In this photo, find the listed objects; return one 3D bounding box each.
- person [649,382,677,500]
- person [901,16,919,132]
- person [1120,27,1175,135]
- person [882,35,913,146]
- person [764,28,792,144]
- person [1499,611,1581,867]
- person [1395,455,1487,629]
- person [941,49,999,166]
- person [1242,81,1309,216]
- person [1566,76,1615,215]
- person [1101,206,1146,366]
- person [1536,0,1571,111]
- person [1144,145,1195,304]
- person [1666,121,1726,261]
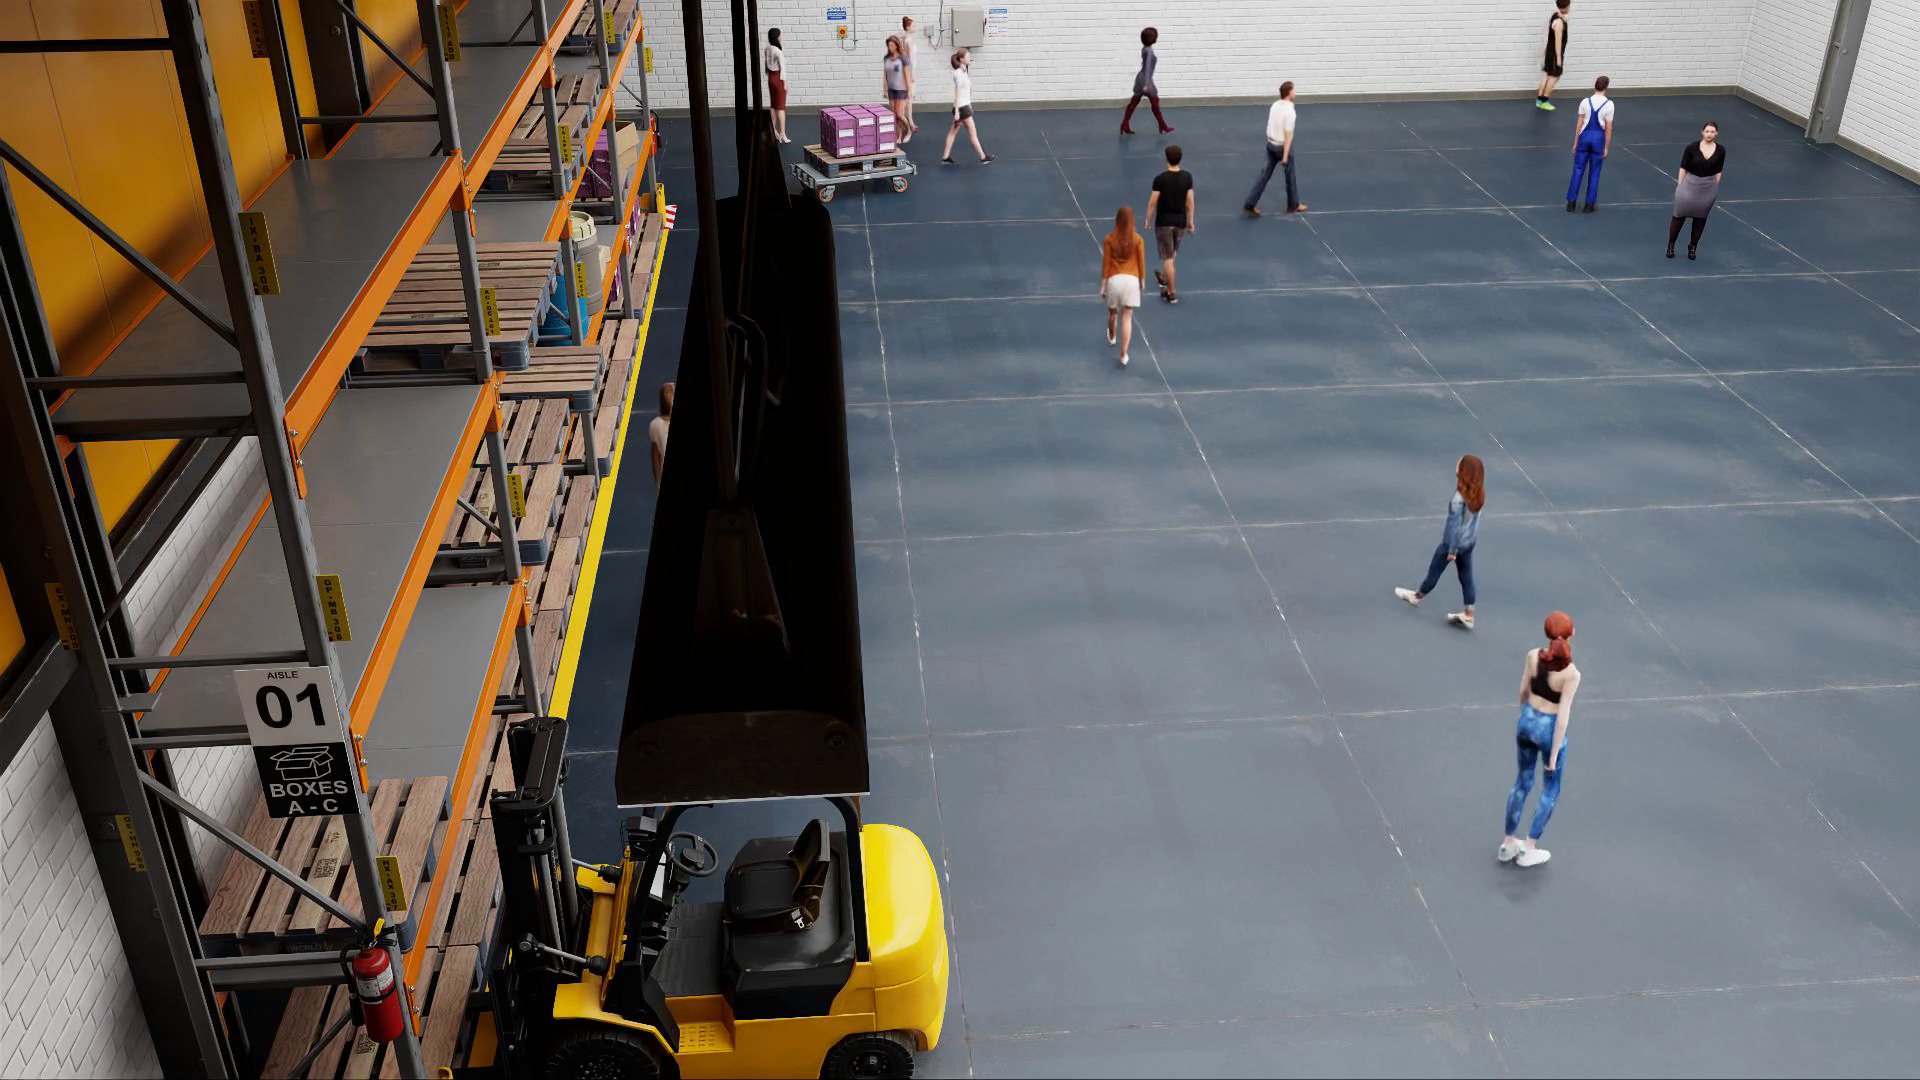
[{"bbox_3d":[-2.297,-0.381,13.626,0.818,1.767,1.216,5,29,9],"label":"person"},{"bbox_3d":[-0.834,-7.439,26.535,0.665,1.795,0.530,-5,29,-9],"label":"person"},{"bbox_3d":[2.827,-7.178,26.193,0.702,1.665,1.017,-4,29,-7],"label":"person"},{"bbox_3d":[-0.920,-6.977,25.783,0.761,1.703,0.819,19,34,31],"label":"person"},{"bbox_3d":[-2.854,-7.094,25.948,0.733,1.750,0.632,-21,35,-34],"label":"person"},{"bbox_3d":[3.652,1.308,10.547,0.794,1.749,0.709,-11,31,-20],"label":"person"},{"bbox_3d":[4.025,0.042,13.182,1.011,1.449,0.918,25,38,38],"label":"person"},{"bbox_3d":[-0.061,-6.381,24.683,0.792,1.710,1.068,2,29,5],"label":"person"},{"bbox_3d":[4.228,-5.269,22.536,1.015,1.814,1.244,-12,31,-22],"label":"person"},{"bbox_3d":[8.643,-5.430,22.795,0.725,1.849,0.752,15,32,26],"label":"person"},{"bbox_3d":[1.769,-2.719,18.008,0.781,1.674,1.133,3,29,6],"label":"person"},{"bbox_3d":[9.901,-8.123,27.736,0.983,1.845,0.638,0,29,0],"label":"person"},{"bbox_3d":[2.522,-3.700,19.636,0.857,1.837,1.098,-9,30,-16],"label":"person"},{"bbox_3d":[9.324,-4.432,21.058,0.746,1.760,0.738,7,29,13],"label":"person"}]
